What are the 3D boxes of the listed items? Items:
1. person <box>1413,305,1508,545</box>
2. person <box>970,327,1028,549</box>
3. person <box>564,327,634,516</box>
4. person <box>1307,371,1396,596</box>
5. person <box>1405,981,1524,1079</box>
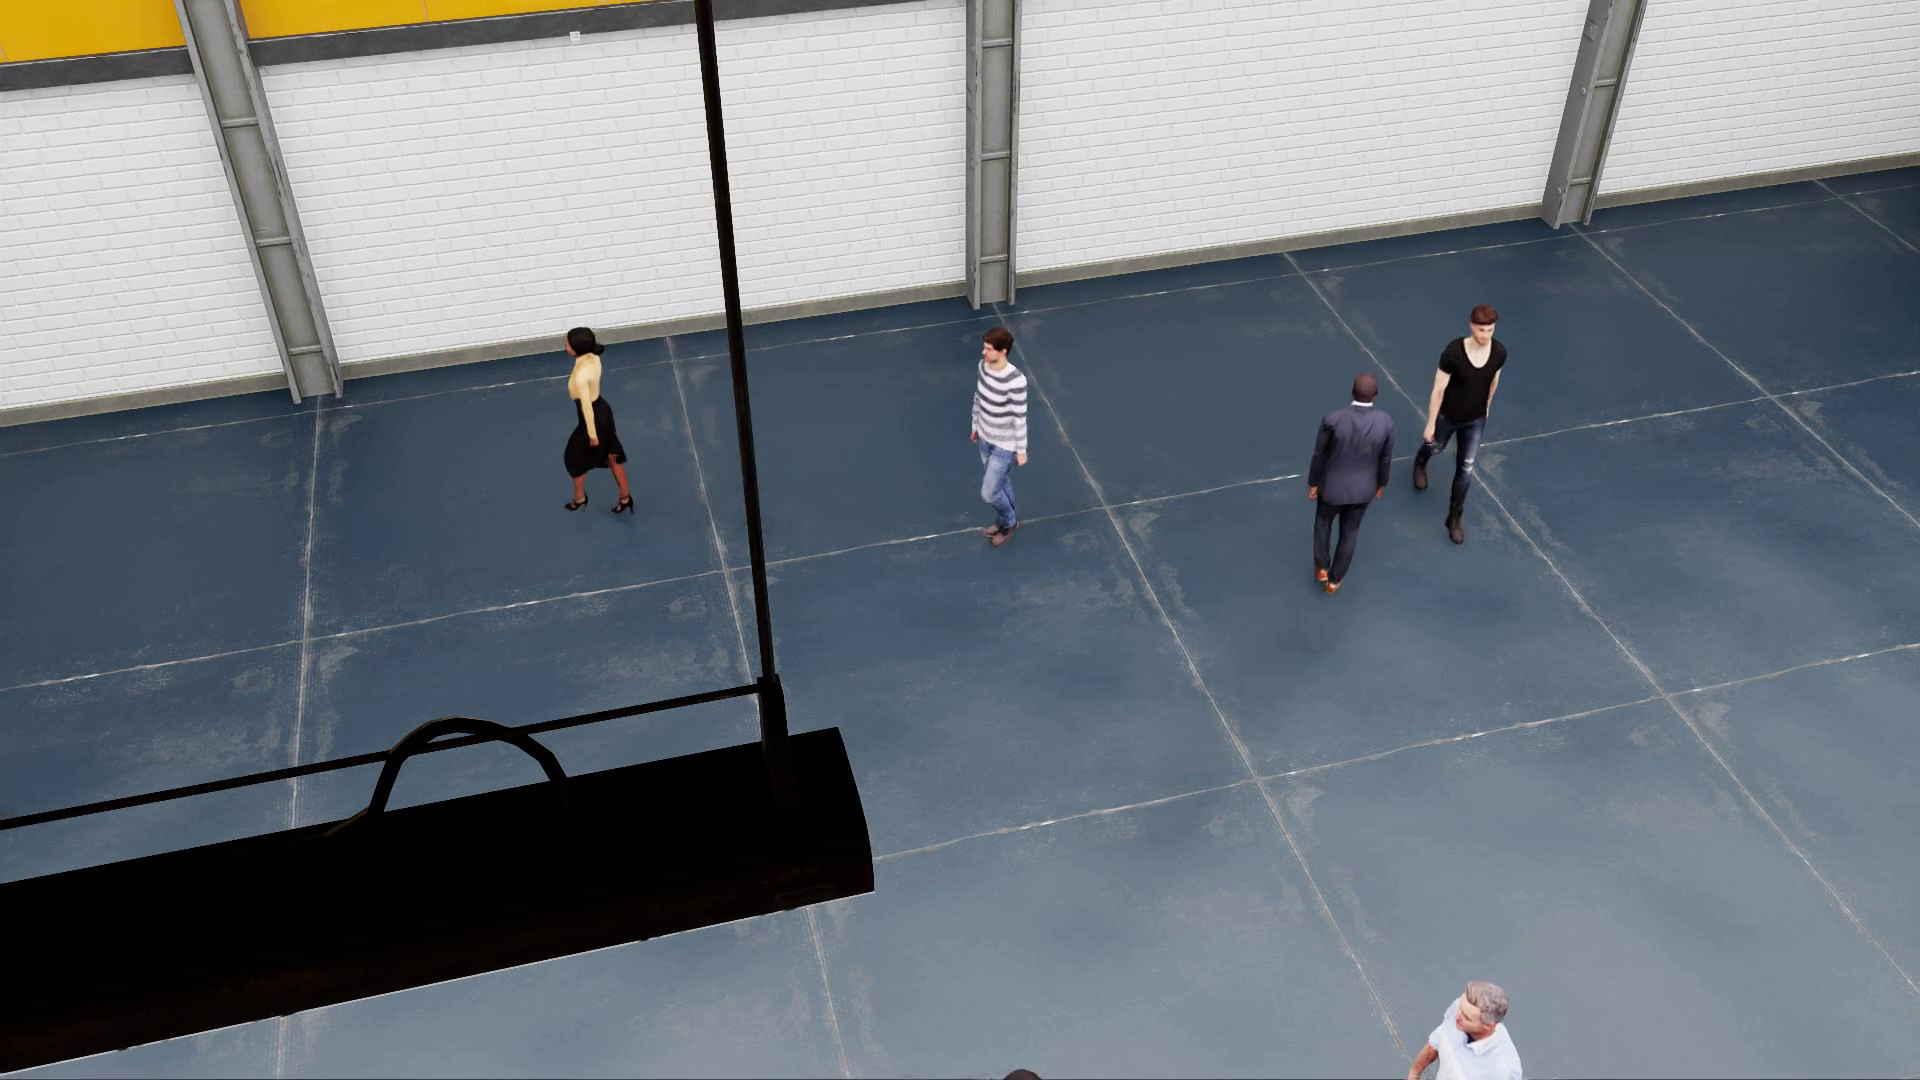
[{"bbox_3d":[3.706,-0.993,12.446,1.245,1.855,0.987,1,39,1],"label":"person"},{"bbox_3d":[0.365,-0.775,12.187,0.797,1.837,0.782,-24,44,-27],"label":"person"},{"bbox_3d":[-2.659,-0.853,12.449,0.888,1.632,0.772,7,39,9],"label":"person"},{"bbox_3d":[2.705,-0.327,11.650,0.739,1.808,0.869,8,39,10],"label":"person"},{"bbox_3d":[2.460,2.692,7.876,1.003,1.800,0.790,-4,39,-6],"label":"person"}]
